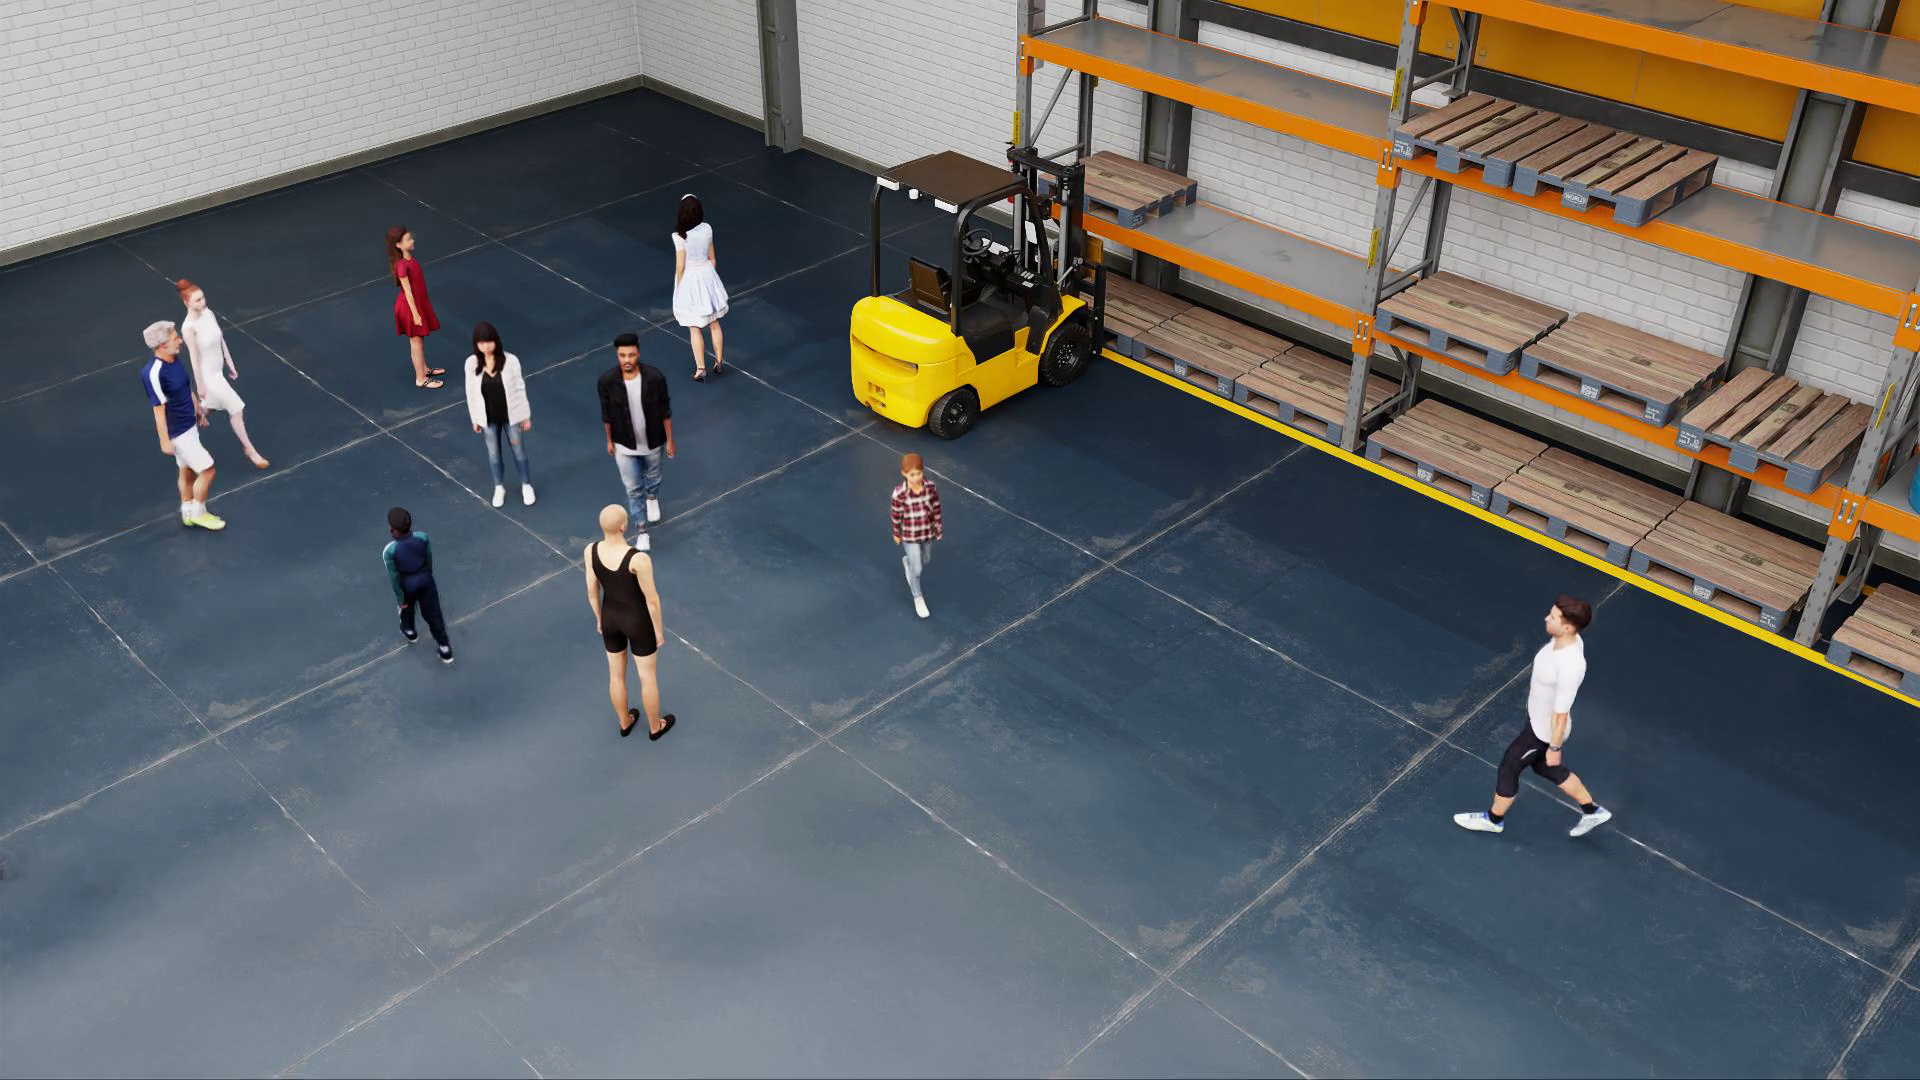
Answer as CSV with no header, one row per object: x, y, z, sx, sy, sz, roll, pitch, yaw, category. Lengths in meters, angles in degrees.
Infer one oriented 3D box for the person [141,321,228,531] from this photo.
-6.264,-0.878,13.158,0.860,1.817,0.785,-3,34,-5,person

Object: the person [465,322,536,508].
-3.751,-1.037,13.562,0.716,1.635,0.741,-5,34,-8,person

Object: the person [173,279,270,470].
-6.355,-1.348,13.918,1.135,1.758,1.049,2,34,2,person

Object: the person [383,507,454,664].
-3.855,0.336,11.863,0.590,1.229,0.925,-22,40,-30,person

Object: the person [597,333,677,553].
-2.531,-0.860,13.171,1.099,1.771,1.246,-6,34,-10,person

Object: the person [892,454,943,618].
-0.337,-0.105,12.471,0.709,1.290,0.922,-14,36,-20,person

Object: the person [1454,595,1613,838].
3.661,1.135,10.124,1.259,1.822,1.054,9,35,13,person

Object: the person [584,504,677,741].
-2.208,0.552,11.008,0.623,1.816,0.769,10,35,15,person

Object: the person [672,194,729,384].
-2.407,-2.305,15.306,0.728,1.816,0.753,-23,40,-31,person

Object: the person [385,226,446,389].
-5.049,-2.160,15.327,0.727,1.551,0.668,-6,34,-10,person
